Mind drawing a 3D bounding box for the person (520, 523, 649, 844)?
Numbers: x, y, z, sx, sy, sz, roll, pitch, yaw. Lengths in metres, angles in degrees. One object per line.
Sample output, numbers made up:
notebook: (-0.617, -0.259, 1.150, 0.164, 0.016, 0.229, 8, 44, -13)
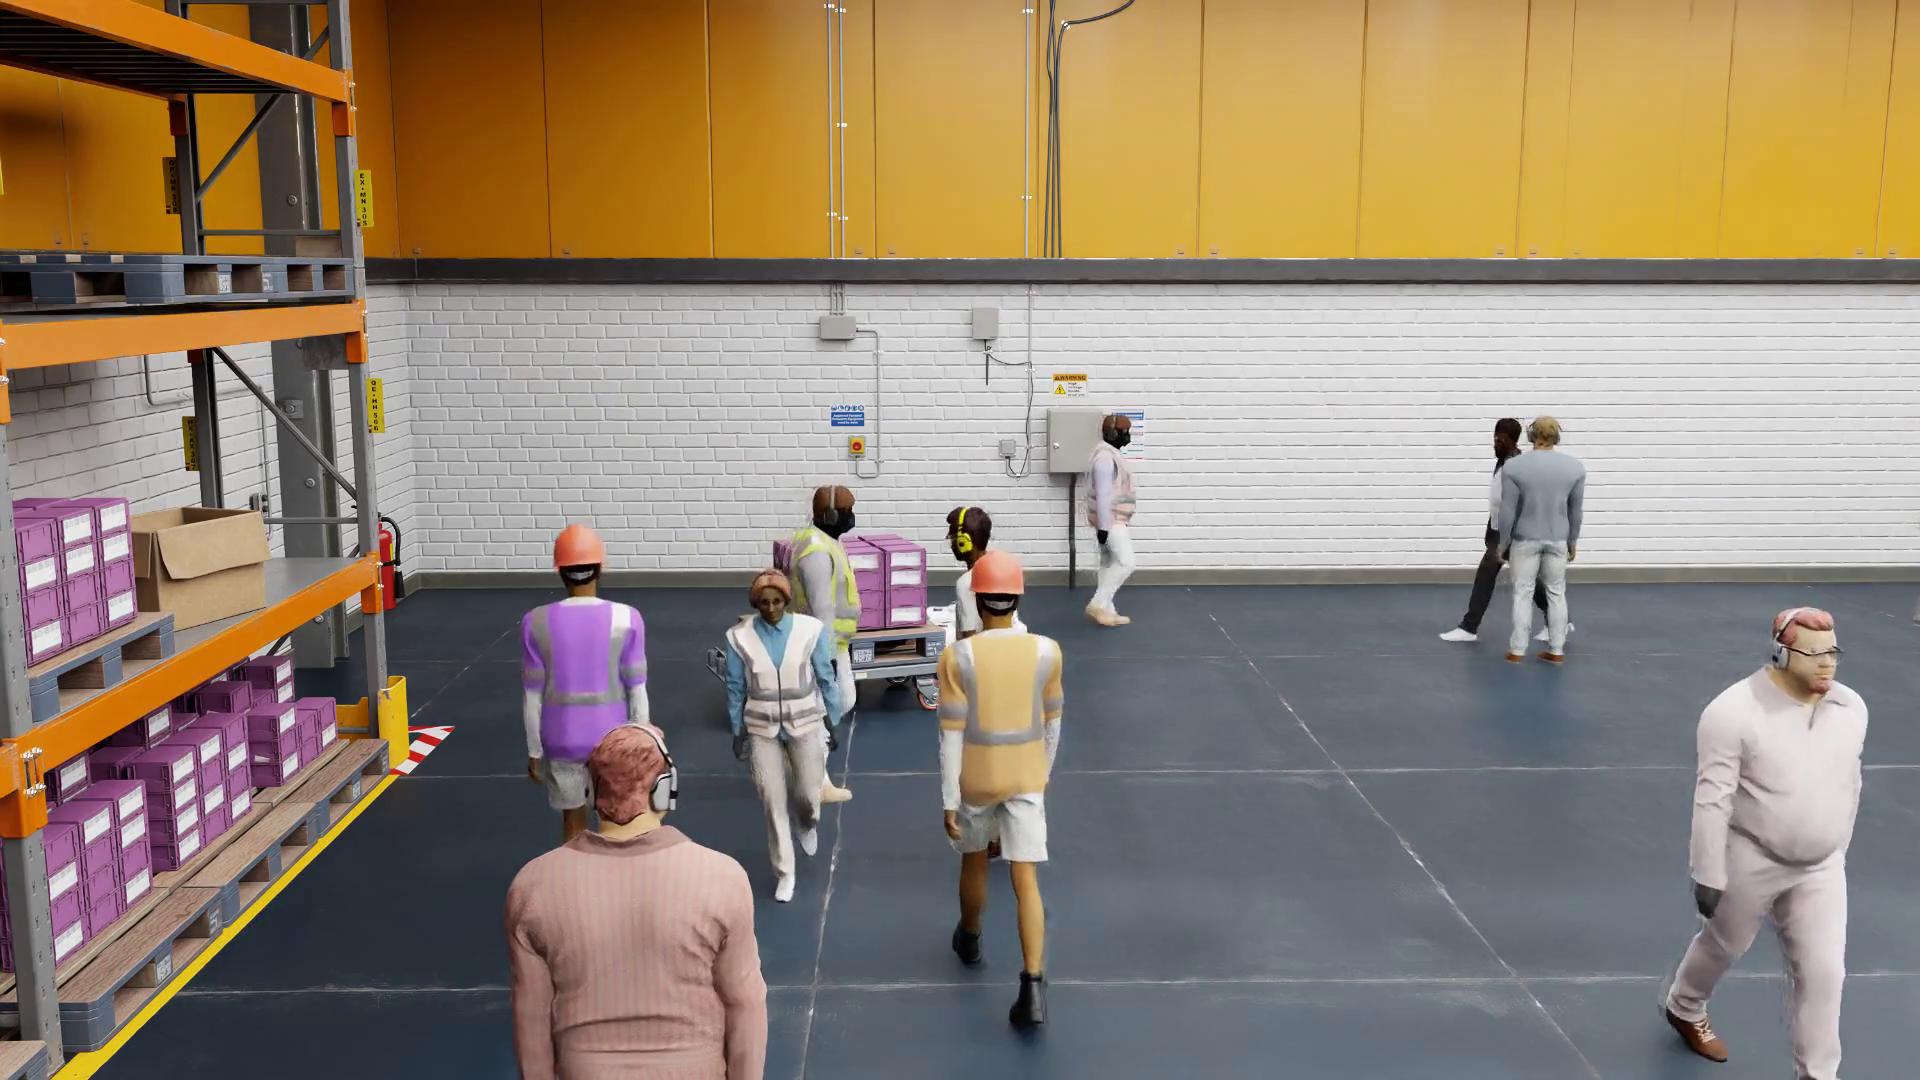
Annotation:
person: (-1.656, 0.889, 7.364, 0.549, 1.916, 0.671, -2, 9, -9)

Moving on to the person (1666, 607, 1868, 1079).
person: (2.938, 1.136, 6.040, 0.667, 1.859, 0.973, -1, 9, -4)

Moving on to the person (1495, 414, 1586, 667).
person: (4.417, 0.011, 12.675, 0.631, 1.939, 0.361, 1, 9, 4)

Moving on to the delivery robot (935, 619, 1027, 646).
delivery robot: (0.125, 0.722, 12.254, 0.707, 0.478, 0.477, -2, 10, -15)

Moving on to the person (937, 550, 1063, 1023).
person: (0.180, 0.991, 6.858, 0.550, 1.885, 1.058, -2, 9, -10)

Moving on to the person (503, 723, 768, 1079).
person: (-0.807, 1.401, 4.268, 0.639, 1.902, 0.406, 0, 9, -1)

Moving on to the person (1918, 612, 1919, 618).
person: (8.797, -0.190, 14.276, 1.024, 1.820, 0.585, 2, 9, 10)

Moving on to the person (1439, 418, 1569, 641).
person: (4.474, -0.073, 13.443, 1.010, 1.869, 0.630, 1, 9, 9)

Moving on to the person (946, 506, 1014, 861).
person: (0.146, 0.748, 8.434, 0.444, 1.849, 0.556, 6, 11, 35)

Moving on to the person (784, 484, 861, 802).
person: (-0.802, 0.589, 9.490, 0.476, 1.829, 0.620, 1, 9, 4)

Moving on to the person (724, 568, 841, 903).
person: (-0.861, 0.908, 8.122, 0.555, 1.618, 0.546, -1, 9, -4)

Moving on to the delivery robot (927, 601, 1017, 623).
delivery robot: (0.084, 0.639, 12.764, 0.707, 0.478, 0.477, 0, 9, 2)

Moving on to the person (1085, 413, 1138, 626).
person: (1.294, -0.162, 14.097, 0.445, 1.830, 0.627, 1, 9, 9)
